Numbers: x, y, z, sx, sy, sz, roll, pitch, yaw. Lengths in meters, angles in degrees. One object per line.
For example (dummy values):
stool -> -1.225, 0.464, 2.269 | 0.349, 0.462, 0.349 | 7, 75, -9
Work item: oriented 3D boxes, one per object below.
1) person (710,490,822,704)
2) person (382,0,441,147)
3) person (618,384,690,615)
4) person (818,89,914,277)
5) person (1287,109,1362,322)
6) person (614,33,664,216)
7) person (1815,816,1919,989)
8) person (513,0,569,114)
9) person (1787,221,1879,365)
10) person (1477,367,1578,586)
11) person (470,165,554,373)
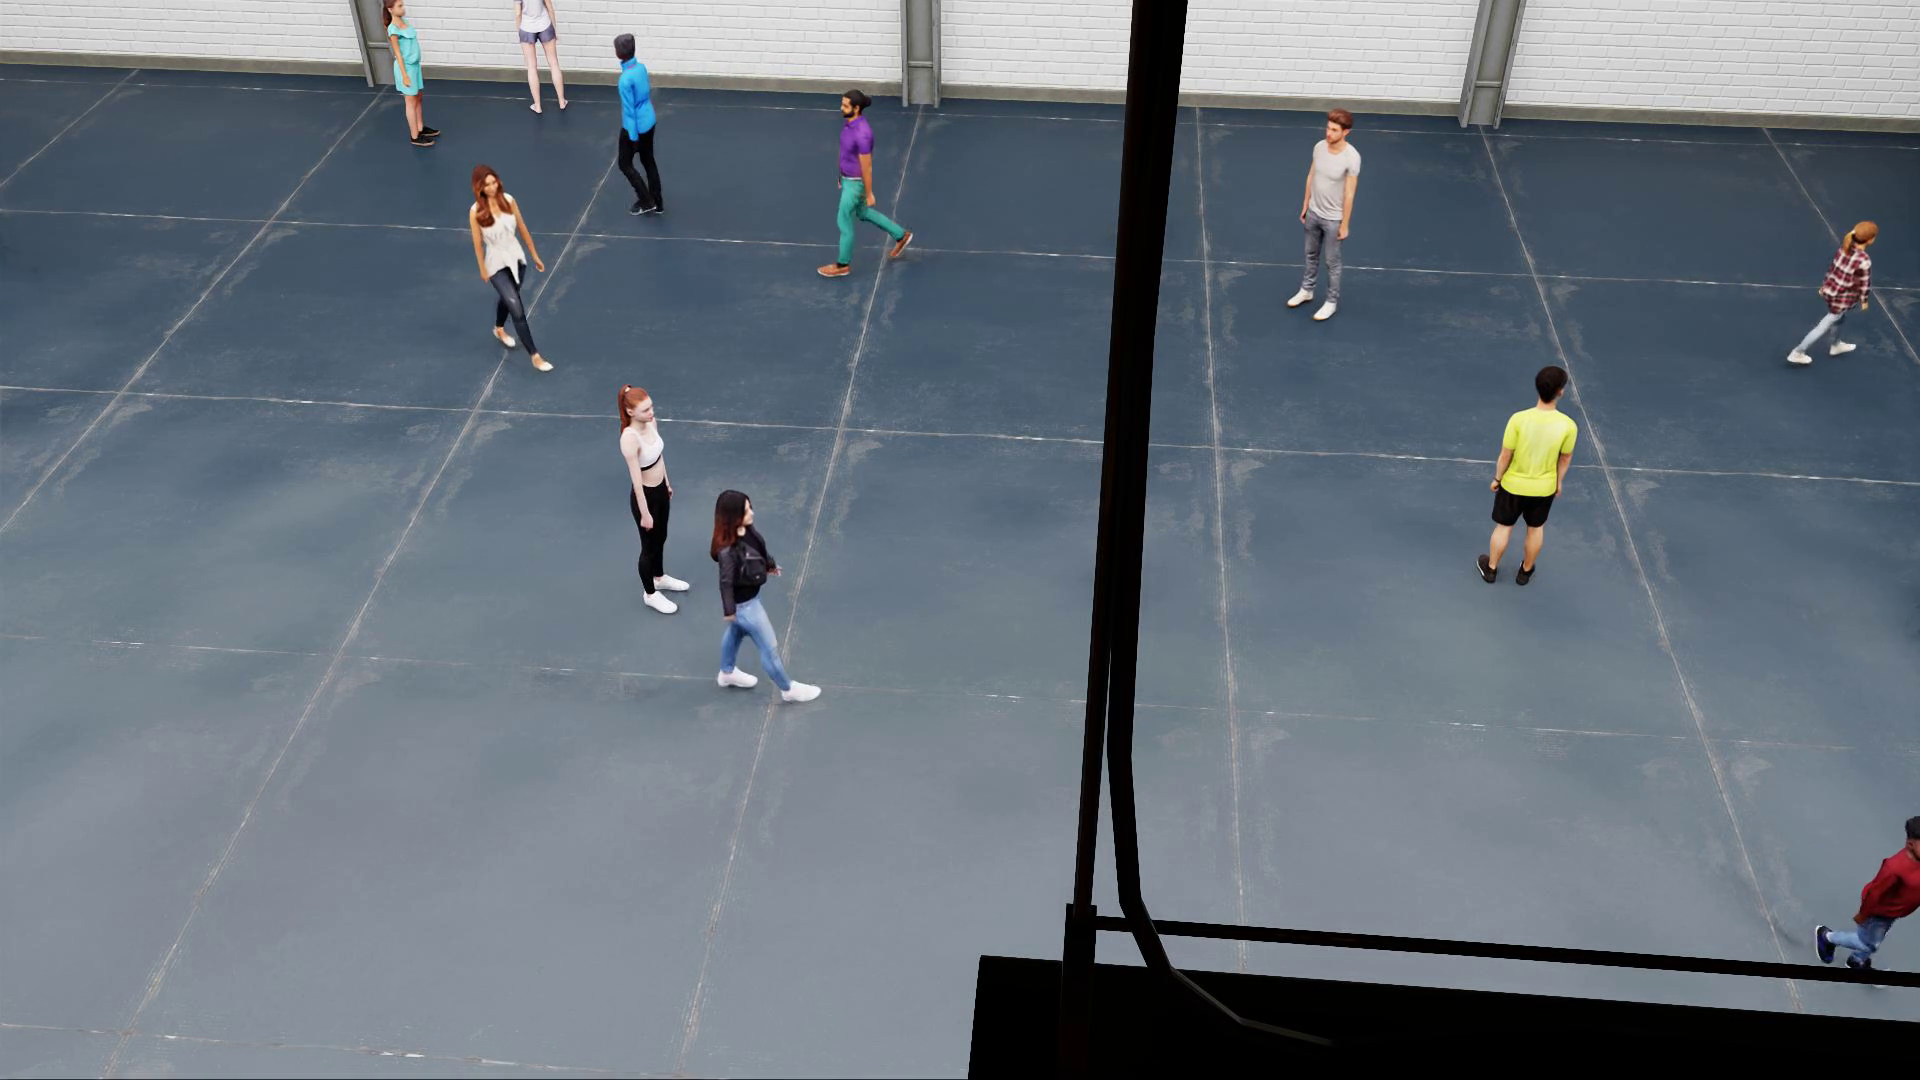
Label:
person -> -1.432, 0.348, 10.493 | 0.930, 1.610, 0.667 | 2, 39, 2
person -> -5.651, -4.832, 17.021 | 0.532, 1.558, 0.541 | 2, 39, 3
person -> -2.091, -0.288, 11.184 | 0.562, 1.742, 0.618 | 9, 39, 11
person -> -0.832, -3.195, 14.823 | 1.230, 1.742, 0.884 | -9, 40, -11
person -> 3.151, -2.796, 14.203 | 0.770, 1.892, 0.710 | -28, 46, -30
person -> -2.941, -3.870, 15.637 | 0.675, 1.781, 0.680 | 14, 41, 17
person -> 4.892, 1.882, 8.865 | 0.667, 1.246, 0.717 | -20, 43, -23
person -> -4.478, -5.393, 17.556 | 0.626, 1.767, 0.726 | -14, 41, -17
person -> 7.204, -2.003, 13.703 | 0.933, 1.277, 0.647 | -5, 39, -6
person -> 3.897, -0.414, 11.370 | 0.518, 1.706, 0.710 | 8, 39, 10
person -> -3.783, -2.277, 13.676 | 1.183, 1.740, 1.028 | 29, 47, 31
